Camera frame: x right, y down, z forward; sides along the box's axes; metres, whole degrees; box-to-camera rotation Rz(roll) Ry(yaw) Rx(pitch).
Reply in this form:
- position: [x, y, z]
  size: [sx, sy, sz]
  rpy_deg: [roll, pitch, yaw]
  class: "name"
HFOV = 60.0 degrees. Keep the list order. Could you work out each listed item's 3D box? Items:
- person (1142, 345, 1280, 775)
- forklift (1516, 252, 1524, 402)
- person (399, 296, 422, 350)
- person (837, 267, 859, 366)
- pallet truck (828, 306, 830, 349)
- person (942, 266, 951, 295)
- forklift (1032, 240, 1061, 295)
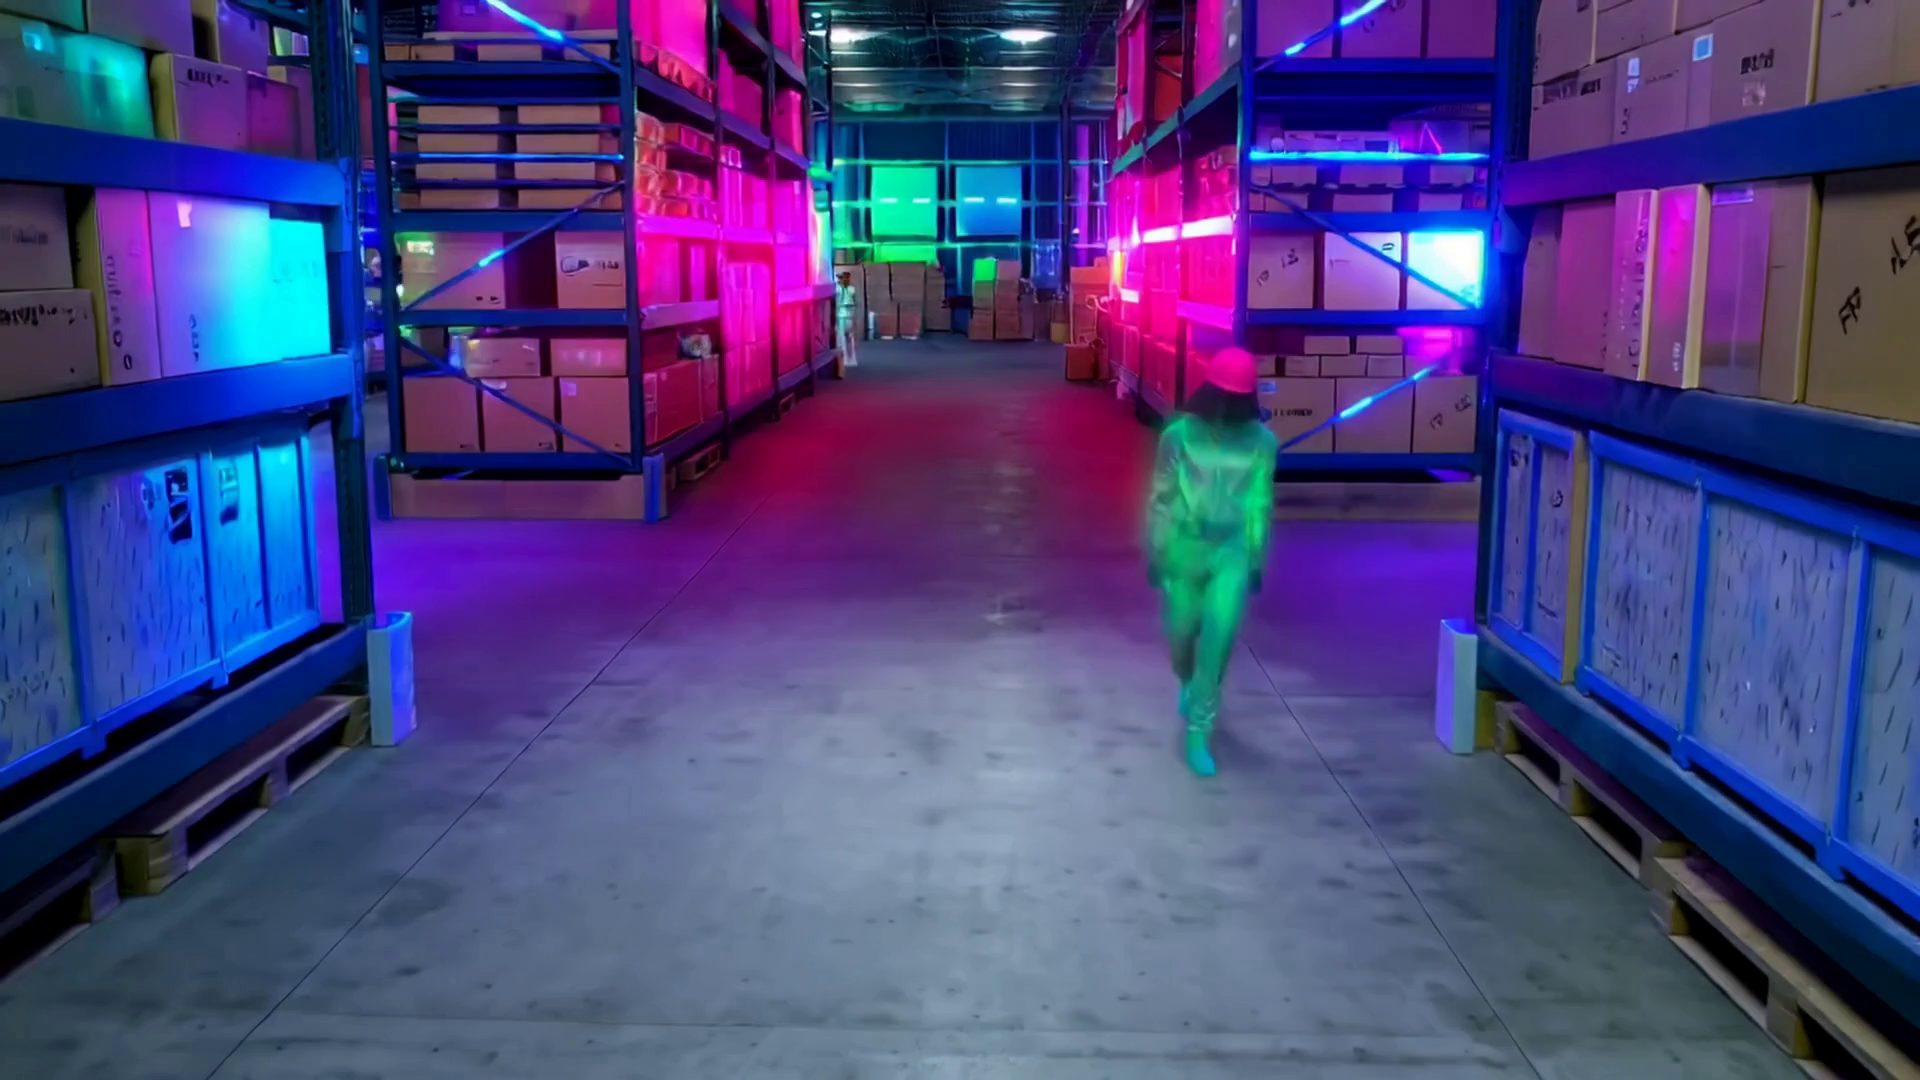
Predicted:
- position: [1.019, 0.042, 6.844]
  size: [0.528, 1.703, 0.773]
  rpy_deg: [1, 9, 4]
  class: "person"
- position: [7.973, -3.351, 23.633]
  size: [1.873, 2.768, 1.129]
  rpy_deg: [2, 10, 9]
  class: "forklift"
- position: [-11.381, -4.512, 34.279]
  size: [0.906, 1.649, 0.536]
  rpy_deg: [3, 10, 19]
  class: "person"
- position: [-2.232, -4.360, 32.511]
  size: [0.380, 1.930, 0.556]
  rpy_deg: [-9, 13, -42]
  class: "person"
- position: [-3.100, -3.940, 29.800]
  size: [1.885, 1.965, 0.823]
  rpy_deg: [3, 10, 19]
  class: "pallet truck"
- position: [-0.413, -8.370, 56.623]
  size: [0.867, 1.909, 0.634]
  rpy_deg: [0, 9, 3]
  class: "person"
- position: [3.172, -9.648, 61.356]
  size: [1.129, 2.768, 1.873]
  rpy_deg: [0, 9, 1]
  class: "forklift"
